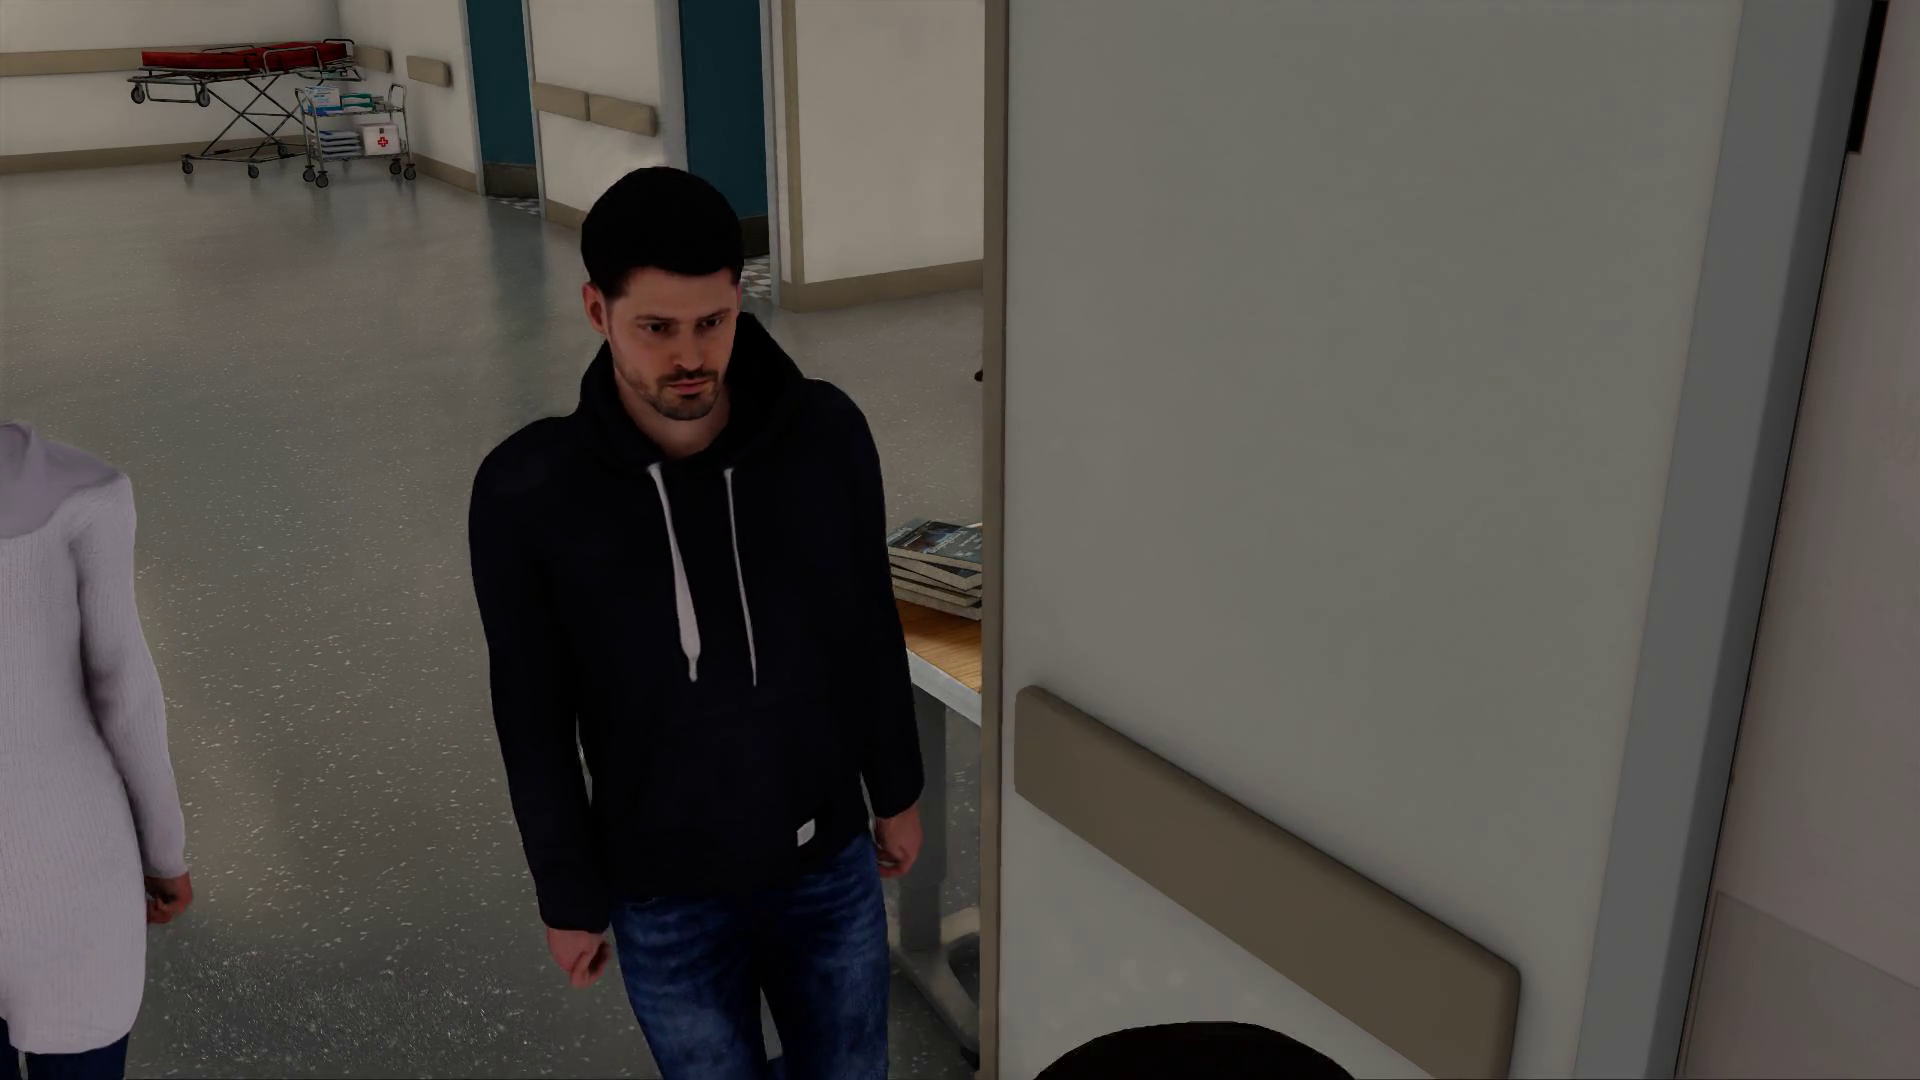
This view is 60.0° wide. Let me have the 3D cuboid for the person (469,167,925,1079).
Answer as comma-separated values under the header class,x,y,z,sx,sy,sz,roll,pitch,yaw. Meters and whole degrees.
class,x,y,z,sx,sy,sz,roll,pitch,yaw
person,-0.335,0.457,2.362,0.880,1.721,0.974,-8,22,-19
